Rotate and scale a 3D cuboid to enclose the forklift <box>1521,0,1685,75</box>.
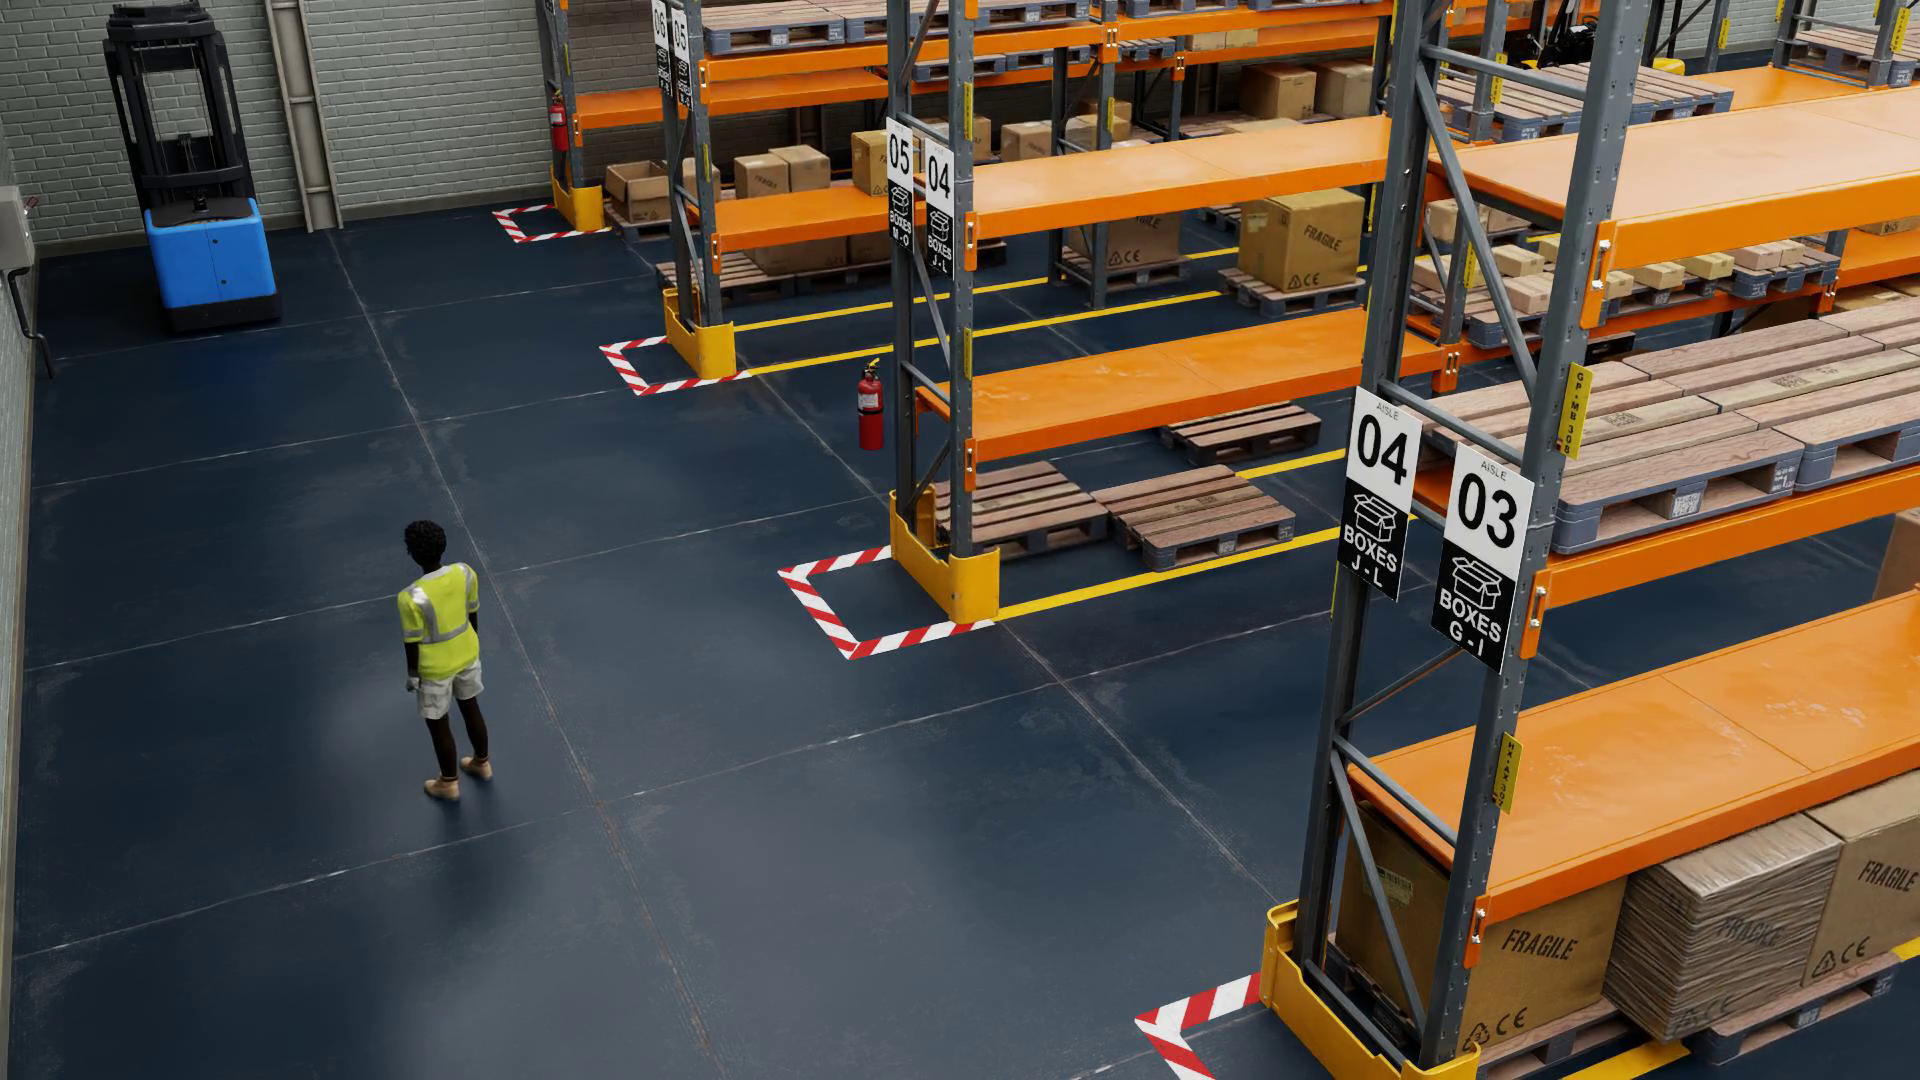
[{"bbox_3d":[8.950,-6.807,23.056,1.214,2.155,2.313,-12,30,-22],"label":"forklift"}]

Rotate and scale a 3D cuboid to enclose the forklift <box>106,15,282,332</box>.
[{"bbox_3d":[-7.548,-3.672,16.323,1.129,2.768,1.873,-12,30,-22],"label":"forklift"}]

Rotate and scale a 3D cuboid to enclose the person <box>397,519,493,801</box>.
[{"bbox_3d":[-2.866,0.667,9.283,0.319,1.685,0.540,15,31,26],"label":"person"}]
